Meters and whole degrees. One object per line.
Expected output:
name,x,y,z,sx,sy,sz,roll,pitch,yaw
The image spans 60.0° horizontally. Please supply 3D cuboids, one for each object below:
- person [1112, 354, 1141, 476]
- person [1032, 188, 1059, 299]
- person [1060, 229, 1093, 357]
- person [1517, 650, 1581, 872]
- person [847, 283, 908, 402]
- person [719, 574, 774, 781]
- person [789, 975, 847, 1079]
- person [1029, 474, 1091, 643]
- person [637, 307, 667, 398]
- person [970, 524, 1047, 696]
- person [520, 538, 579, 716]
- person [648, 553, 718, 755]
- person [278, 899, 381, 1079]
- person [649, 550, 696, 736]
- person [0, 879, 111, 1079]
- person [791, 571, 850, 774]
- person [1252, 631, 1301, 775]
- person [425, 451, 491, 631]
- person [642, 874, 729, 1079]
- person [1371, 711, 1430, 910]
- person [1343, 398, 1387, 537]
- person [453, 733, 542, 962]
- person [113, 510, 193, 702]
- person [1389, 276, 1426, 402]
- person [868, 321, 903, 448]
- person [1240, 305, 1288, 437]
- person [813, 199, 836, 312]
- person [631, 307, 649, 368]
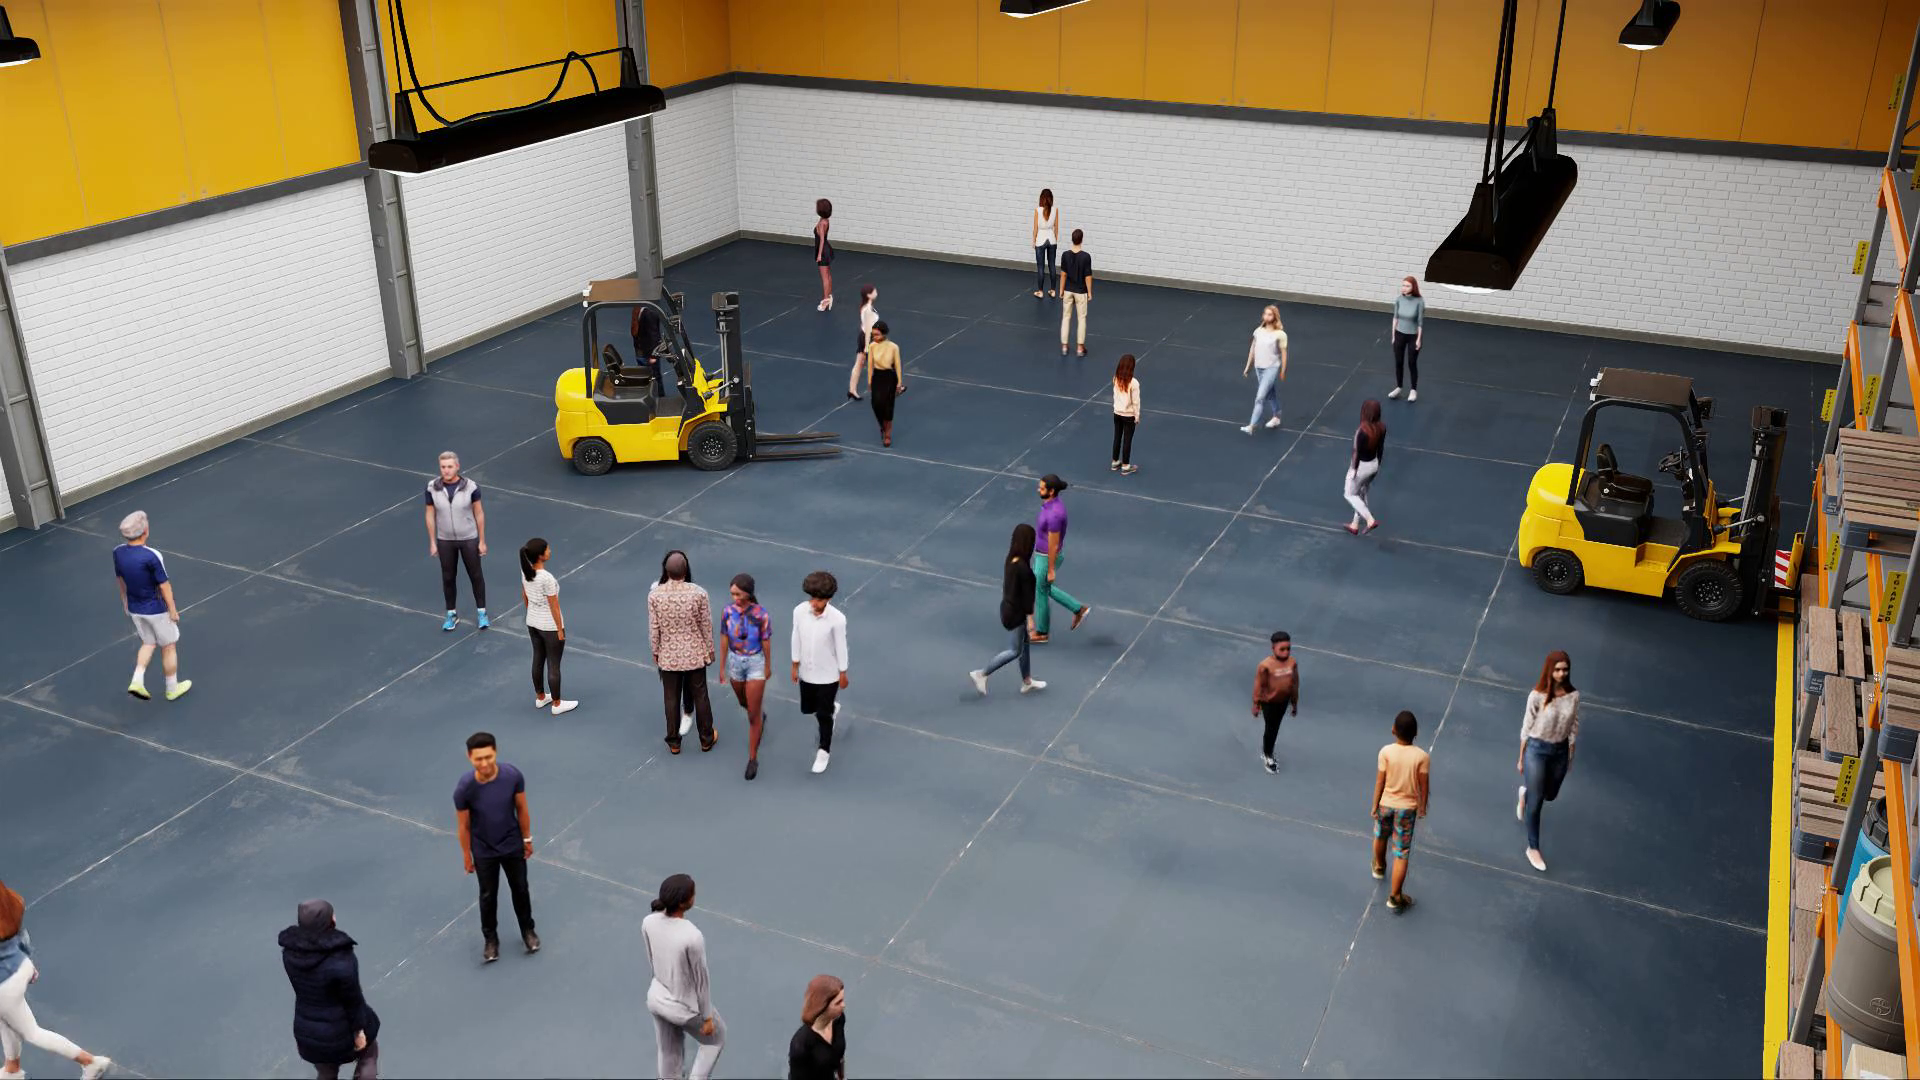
person,1.989,-1.535,20.092,0.621,1.484,0.625,-20,31,-39
person,1.425,-4.888,27.389,0.659,1.782,0.705,-6,24,-14
person,1.702,-3.640,24.448,0.647,1.851,0.568,9,25,19
person,4.426,1.597,12.643,0.870,1.711,1.089,-1,24,-1
person,-1.316,-2.629,22.439,1.073,1.609,1.050,-7,24,-15
person,-1.755,1.049,13.889,0.725,1.717,1.133,5,24,11
person,-0.888,3.102,9.235,0.681,1.682,0.581,14,27,30
person,0.940,0.191,15.810,0.934,1.752,0.977,1,24,3
person,-4.073,-2.532,21.981,0.829,1.798,0.744,-6,24,-14
person,0.434,0.677,14.878,1.028,1.605,0.985,-5,24,-12
person,-3.668,0.743,14.677,0.618,1.646,0.594,18,29,35
person,-2.330,0.955,13.989,0.772,1.808,0.774,-2,24,-5
person,-3.745,2.877,9.777,0.701,1.660,0.699,8,25,17
person,-2.418,0.842,14.402,0.732,1.686,0.838,4,24,10
person,-5.722,2.704,10.158,1.022,1.673,1.104,-2,24,-5
person,-1.151,1.034,13.841,0.669,1.783,0.946,11,26,24
person,2.606,1.305,13.890,0.640,1.248,0.698,-8,25,-17
person,-4.880,-0.009,16.169,0.773,1.830,0.782,-4,24,-9
person,-1.723,2.796,9.886,0.696,1.722,0.669,14,27,30
person,3.182,1.987,12.114,0.622,1.420,0.904,7,25,16
person,4.444,-0.754,18.165,0.836,1.596,0.860,-16,28,-31
person,-3.178,2.091,11.421,0.682,1.784,0.766,-11,26,-23
person,-7.206,0.643,14.682,0.741,1.825,0.909,6,24,12
person,6.064,-2.721,22.499,0.640,1.728,0.661,17,29,34
person,-0.932,-1.972,20.897,0.688,1.640,0.732,2,24,5
person,3.989,-2.174,21.333,1.247,1.661,0.929,-21,31,-40
person,-2.180,-4.588,26.697,0.675,1.787,0.564,3,24,6
person,-4.210,-2.452,22.191,0.633,1.483,0.636,-18,29,-35
